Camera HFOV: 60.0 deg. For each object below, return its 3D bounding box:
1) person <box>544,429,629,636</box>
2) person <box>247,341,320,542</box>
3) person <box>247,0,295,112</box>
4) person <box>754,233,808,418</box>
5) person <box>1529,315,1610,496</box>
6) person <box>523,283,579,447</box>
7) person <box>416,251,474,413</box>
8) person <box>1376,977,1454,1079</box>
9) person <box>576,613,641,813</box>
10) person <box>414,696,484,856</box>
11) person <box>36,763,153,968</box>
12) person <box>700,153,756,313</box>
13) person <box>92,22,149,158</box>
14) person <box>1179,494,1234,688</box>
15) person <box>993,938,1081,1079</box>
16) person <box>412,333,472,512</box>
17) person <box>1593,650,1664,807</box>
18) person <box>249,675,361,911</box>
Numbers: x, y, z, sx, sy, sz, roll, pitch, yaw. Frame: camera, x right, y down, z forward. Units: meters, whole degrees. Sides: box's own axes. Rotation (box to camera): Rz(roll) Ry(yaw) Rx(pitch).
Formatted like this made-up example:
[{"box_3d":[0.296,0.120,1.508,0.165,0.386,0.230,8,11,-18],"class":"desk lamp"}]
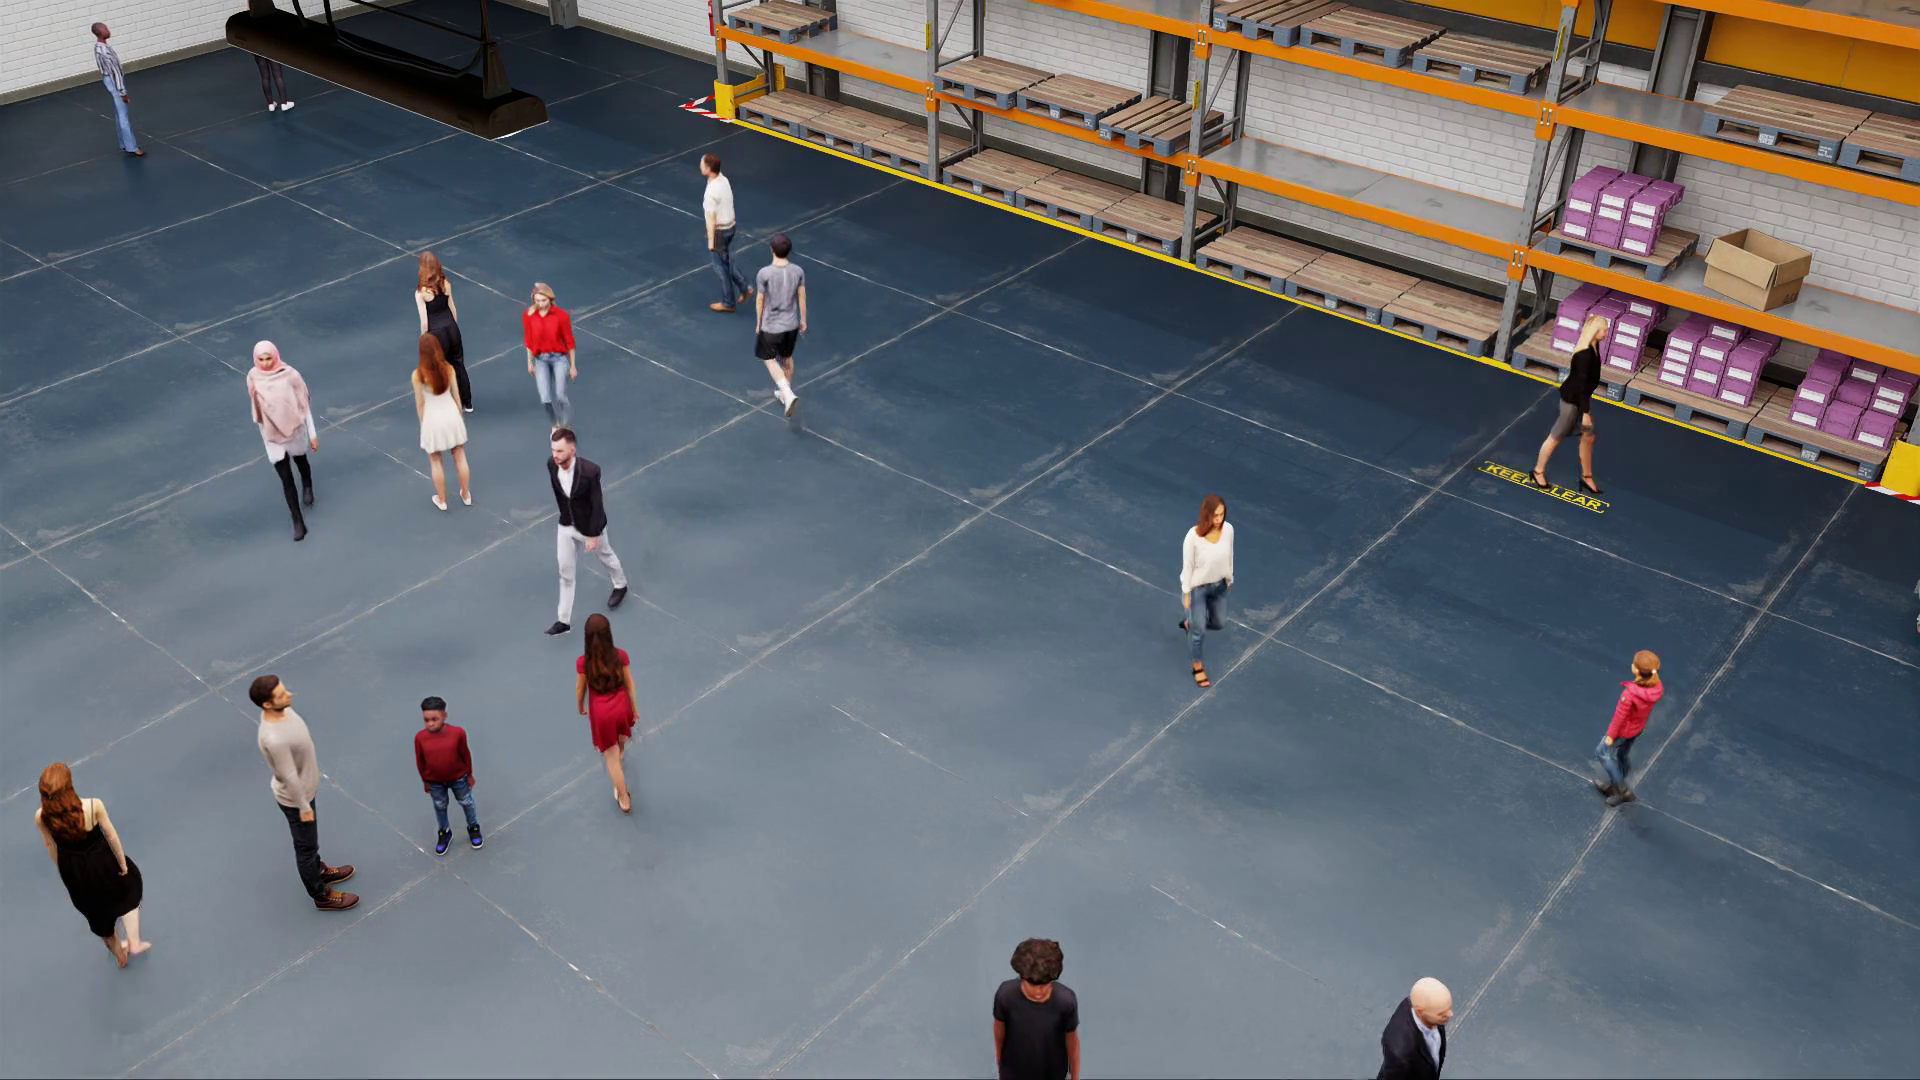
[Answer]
[{"box_3d":[-2.986,-0.143,13.484,1.226,1.789,0.998,12,35,17],"class":"person"},{"box_3d":[-5.961,-0.961,14.752,1.112,1.747,1.282,-8,34,-12],"class":"person"},{"box_3d":[-9.994,-7.030,23.940,0.671,1.684,0.753,0,34,1],"class":"person"},{"box_3d":[-1.741,-2.081,16.345,0.908,1.850,1.051,-15,36,-21],"class":"person"},{"box_3d":[5.464,-1.214,15.071,0.973,1.816,0.755,17,37,24],"class":"person"},{"box_3d":[-3.901,-1.726,15.960,0.747,1.683,0.809,-2,34,-2],"class":"person"},{"box_3d":[-5.080,-2.014,16.336,0.516,1.748,0.574,24,40,31],"class":"person"},{"box_3d":[2.302,2.917,8.883,0.880,1.786,0.737,21,39,29],"class":"person"},{"box_3d":[-2.448,1.238,11.655,0.873,1.513,1.083,-12,35,-17],"class":"person"},{"box_3d":[-3.510,1.585,11.365,0.587,1.256,0.633,-7,34,-10],"class":"person"},{"box_3d":[-5.394,2.081,10.293,0.690,1.617,0.749,-12,36,-18],"class":"person"},{"box_3d":[-2.524,-3.354,18.268,0.891,1.840,0.833,9,35,14],"class":"person"},{"box_3d":[-11.369,-6.072,22.398,0.733,1.795,0.539,-24,41,-32],"class":"person"},{"box_3d":[1.858,0.333,12.877,0.805,1.669,0.901,-13,36,-19],"class":"person"},{"box_3d":[0.411,2.789,9.094,0.832,1.765,0.889,-1,34,-1],"class":"person"},{"box_3d":[-4.643,-1.064,14.941,0.641,1.710,0.636,-19,38,-26],"class":"person"},{"box_3d":[4.723,1.362,11.652,0.618,1.310,0.682,-19,38,-26],"class":"person"},{"box_3d":[-4.293,1.620,10.760,0.799,1.868,0.679,-12,36,-18],"class":"person"}]
